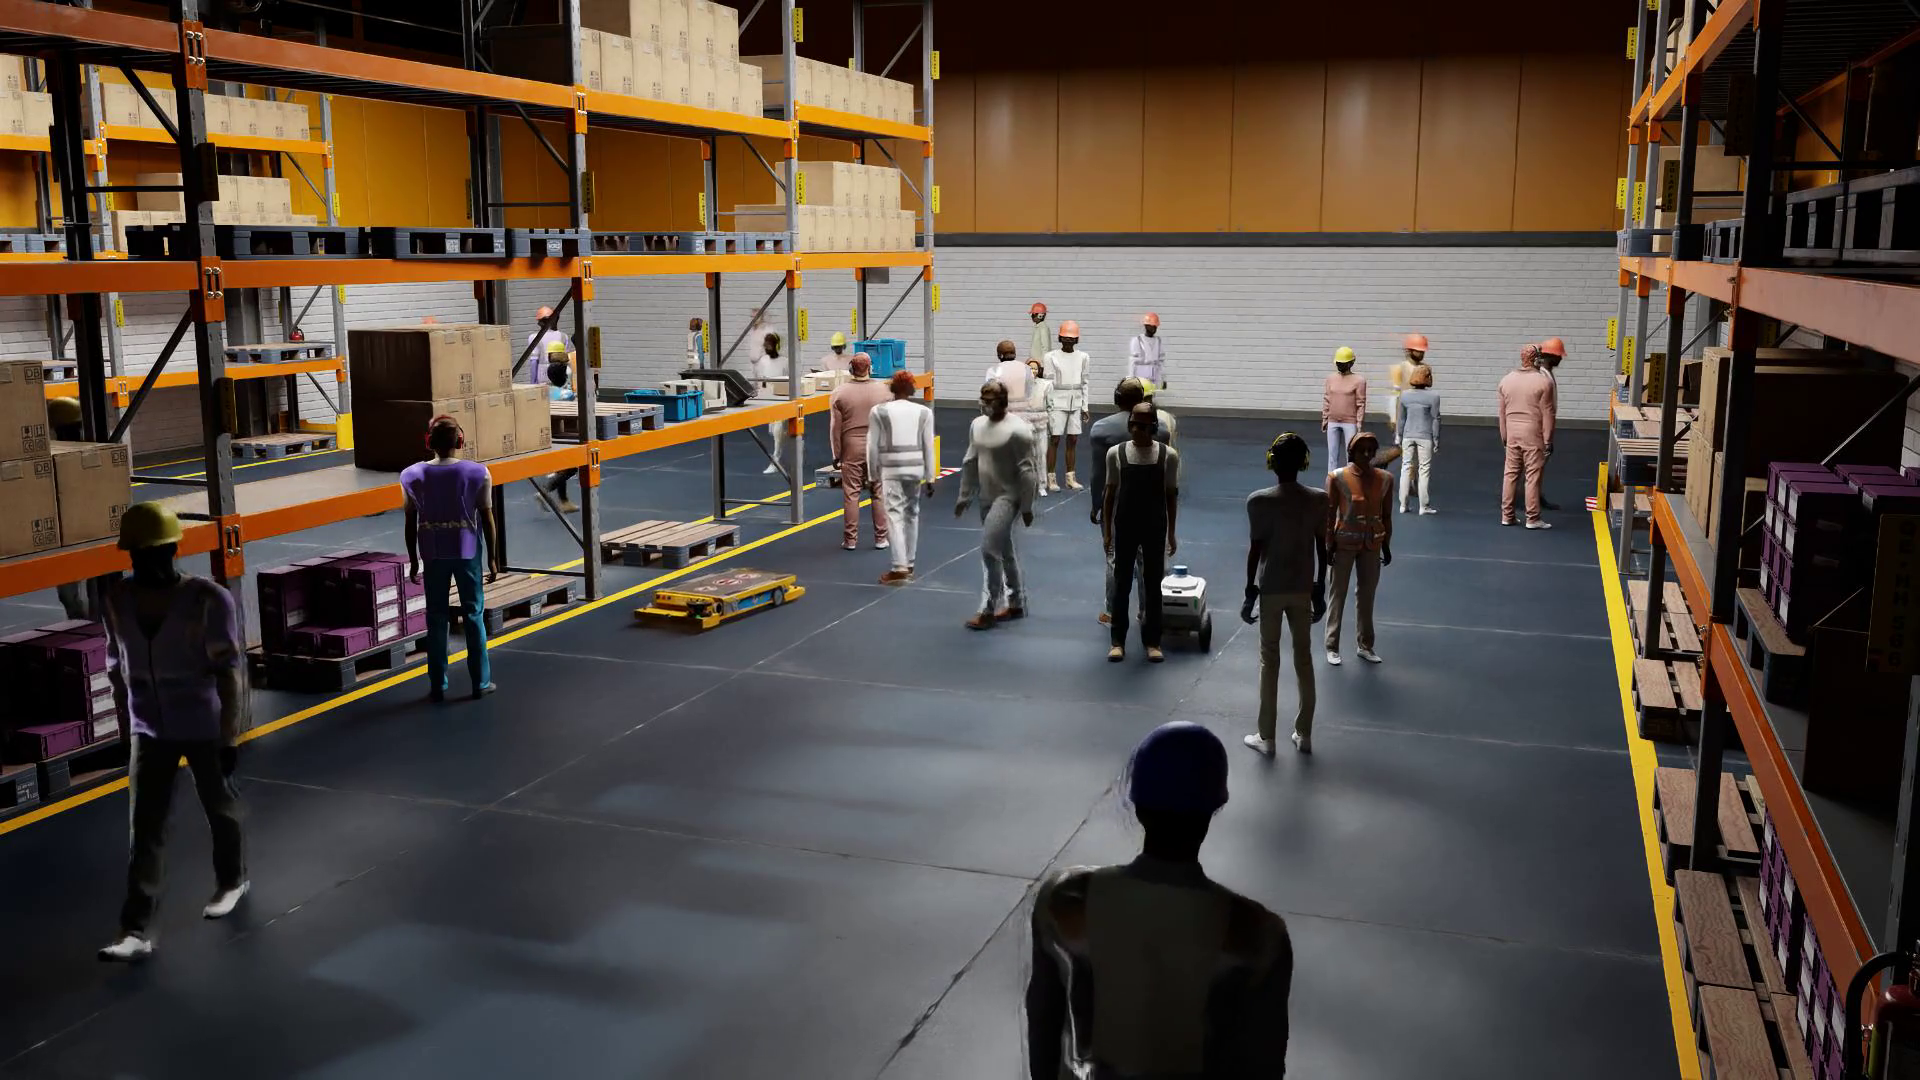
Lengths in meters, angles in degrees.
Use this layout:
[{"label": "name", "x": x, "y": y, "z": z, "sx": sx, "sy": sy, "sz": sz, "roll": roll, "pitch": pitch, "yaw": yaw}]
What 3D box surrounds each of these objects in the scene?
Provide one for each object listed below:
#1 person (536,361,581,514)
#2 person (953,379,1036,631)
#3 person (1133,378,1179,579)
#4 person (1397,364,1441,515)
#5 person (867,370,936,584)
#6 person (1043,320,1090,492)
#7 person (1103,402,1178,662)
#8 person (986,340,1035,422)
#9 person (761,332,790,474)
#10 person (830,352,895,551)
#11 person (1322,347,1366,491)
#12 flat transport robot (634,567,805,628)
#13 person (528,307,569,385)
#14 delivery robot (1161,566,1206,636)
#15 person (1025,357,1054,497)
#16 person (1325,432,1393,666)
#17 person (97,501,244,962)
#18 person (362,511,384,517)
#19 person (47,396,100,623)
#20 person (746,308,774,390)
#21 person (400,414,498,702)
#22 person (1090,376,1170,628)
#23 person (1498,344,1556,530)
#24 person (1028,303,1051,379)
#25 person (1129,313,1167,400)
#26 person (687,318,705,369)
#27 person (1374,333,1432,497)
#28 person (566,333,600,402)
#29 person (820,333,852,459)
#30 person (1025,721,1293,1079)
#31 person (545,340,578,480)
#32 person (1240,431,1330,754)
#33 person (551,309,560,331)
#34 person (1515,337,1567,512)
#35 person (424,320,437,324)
[{"label": "person", "x": -4.358, "y": -1.092, "z": 17.944, "sx": 0.542, "sy": 1.682, "sz": 0.597, "roll": 8, "pitch": 13, "yaw": 38}, {"label": "person", "x": 0.205, "y": -0.274, "z": 12.742, "sx": 0.844, "sy": 1.906, "sz": 0.636, "roll": -7, "pitch": 12, "yaw": -34}, {"label": "person", "x": 1.523, "y": -0.500, "z": 14.328, "sx": 0.603, "sy": 1.789, "sz": 0.843, "roll": -9, "pitch": 14, "yaw": -42}, {"label": "person", "x": 4.993, "y": -1.091, "z": 18.100, "sx": 0.501, "sy": 1.636, "sz": 0.280, "roll": 9, "pitch": 13, "yaw": 40}, {"label": "person", "x": -0.493, "y": -0.549, "z": 14.494, "sx": 0.594, "sy": 1.854, "sz": 0.703, "roll": -3, "pitch": 10, "yaw": -16}, {"label": "person", "x": 1.277, "y": -1.586, "z": 19.753, "sx": 0.609, "sy": 2.040, "sz": 0.394, "roll": -4, "pitch": 11, "yaw": -22}, {"label": "person", "x": 1.264, "y": -0.054, "z": 11.681, "sx": 0.514, "sy": 1.842, "sz": 0.328, "roll": 1, "pitch": 10, "yaw": 4}, {"label": "person", "x": 0.543, "y": -1.379, "z": 19.164, "sx": 0.622, "sy": 1.838, "sz": 0.429, "roll": -6, "pitch": 11, "yaw": -28}, {"label": "person", "x": -2.301, "y": -1.789, "z": 21.517, "sx": 0.536, "sy": 1.831, "sz": 0.750, "roll": 7, "pitch": 12, "yaw": 34}, {"label": "person", "x": -0.927, "y": -0.847, "z": 15.958, "sx": 0.642, "sy": 1.913, "sz": 0.409, "roll": -1, "pitch": 10, "yaw": -7}, {"label": "person", "x": 4.426, "y": -1.355, "z": 19.251, "sx": 0.524, "sy": 1.760, "sz": 0.327, "roll": 8, "pitch": 13, "yaw": 38}, {"label": "flat transport robot", "x": -1.898, "y": 0.444, "z": 13.304, "sx": 0.652, "sy": 0.197, "sz": 1.431, "roll": 5, "pitch": 11, "yaw": 27}, {"label": "person", "x": -5.930, "y": -2.334, "z": 23.964, "sx": 0.615, "sy": 2.039, "sz": 0.392, "roll": -8, "pitch": 13, "yaw": -38}, {"label": "delivery robot", "x": 1.624, "y": 0.434, "z": 12.297, "sx": 0.477, "sy": 0.478, "sz": 0.707, "roll": 2, "pitch": 10, "yaw": 12}, {"label": "person", "x": 0.841, "y": -1.309, "z": 19.351, "sx": 0.509, "sy": 1.629, "sz": 0.315, "roll": -1, "pitch": 10, "yaw": -8}, {"label": "person", "x": 2.776, "y": 0.056, "z": 11.635, "sx": 0.512, "sy": 1.641, "sz": 0.307, "roll": -2, "pitch": 10, "yaw": -12}, {"label": "person", "x": -3.296, "y": 0.772, "z": 6.928, "sx": 0.609, "sy": 1.870, "sz": 0.974, "roll": 0, "pitch": 10, "yaw": 2}, {"label": "person", "x": -6.236, "y": -1.154, "z": 18.175, "sx": 0.534, "sy": 1.735, "sz": 0.821, "roll": 7, "pitch": 12, "yaw": 34}, {"label": "person", "x": -6.088, "y": -0.057, "z": 11.542, "sx": 0.581, "sy": 1.904, "sz": 0.536, "roll": -3, "pitch": 10, "yaw": -14}, {"label": "person", "x": -3.325, "y": -2.904, "z": 27.616, "sx": 0.420, "sy": 1.885, "sz": 0.673, "roll": -9, "pitch": 13, "yaw": -41}, {"label": "person", "x": -3.259, "y": 0.125, "z": 10.660, "sx": 0.566, "sy": 1.846, "sz": 0.387, "roll": -2, "pitch": 10, "yaw": -10}, {"label": "person", "x": 1.284, "y": -0.285, "z": 12.712, "sx": 0.630, "sy": 1.940, "sz": 0.372, "roll": -2, "pitch": 10, "yaw": -12}, {"label": "person", "x": 5.872, "y": -1.063, "z": 17.184, "sx": 0.410, "sy": 1.909, "sz": 0.642, "roll": -7, "pitch": 12, "yaw": -35}, {"label": "person", "x": 1.288, "y": -2.841, "z": 26.947, "sx": 0.381, "sy": 1.994, "sz": 0.619, "roll": -1, "pitch": 10, "yaw": -8}, {"label": "person", "x": 2.844, "y": -2.415, "z": 24.756, "sx": 0.581, "sy": 1.917, "sz": 0.608, "roll": -6, "pitch": 12, "yaw": -29}, {"label": "person", "x": -4.694, "y": -3.132, "z": 29.594, "sx": 0.310, "sy": 1.636, "sz": 0.523, "roll": -7, "pitch": 12, "yaw": -33}, {"label": "person", "x": 5.214, "y": -1.466, "z": 19.462, "sx": 0.545, "sy": 1.916, "sz": 0.649, "roll": -4, "pitch": 11, "yaw": -24}, {"label": "person", "x": -5.410, "y": -2.124, "z": 23.762, "sx": 0.532, "sy": 1.693, "sz": 0.319, "roll": -2, "pitch": 10, "yaw": -11}, {"label": "person", "x": -1.636, "y": -1.915, "z": 22.476, "sx": 0.517, "sy": 1.726, "sz": 0.839, "roll": 1, "pitch": 10, "yaw": 6}, {"label": "person", "x": 0.430, "y": 1.340, "z": 3.751, "sx": 0.599, "sy": 1.890, "sz": 1.048, "roll": 2, "pitch": 10, "yaw": 12}, {"label": "person", "x": -4.988, "y": -1.614, "z": 20.749, "sx": 0.321, "sy": 1.743, "sz": 0.488, "roll": -8, "pitch": 13, "yaw": -38}, {"label": "person", "x": 1.868, "y": 0.306, "z": 9.579, "sx": 0.508, "sy": 1.872, "sz": 0.329, "roll": -2, "pitch": 10, "yaw": -10}, {"label": "person", "x": -6.126, "y": -2.503, "z": 25.123, "sx": 0.367, "sy": 1.966, "sz": 0.605, "roll": -5, "pitch": 11, "yaw": -27}, {"label": "person", "x": 6.418, "y": -1.269, "z": 18.275, "sx": 0.387, "sy": 1.935, "sz": 0.556, "roll": 5, "pitch": 11, "yaw": 25}, {"label": "person", "x": -7.963, "y": -2.408, "z": 25.017, "sx": 0.563, "sy": 1.837, "sz": 1.168, "roll": -3, "pitch": 11, "yaw": -17}]
